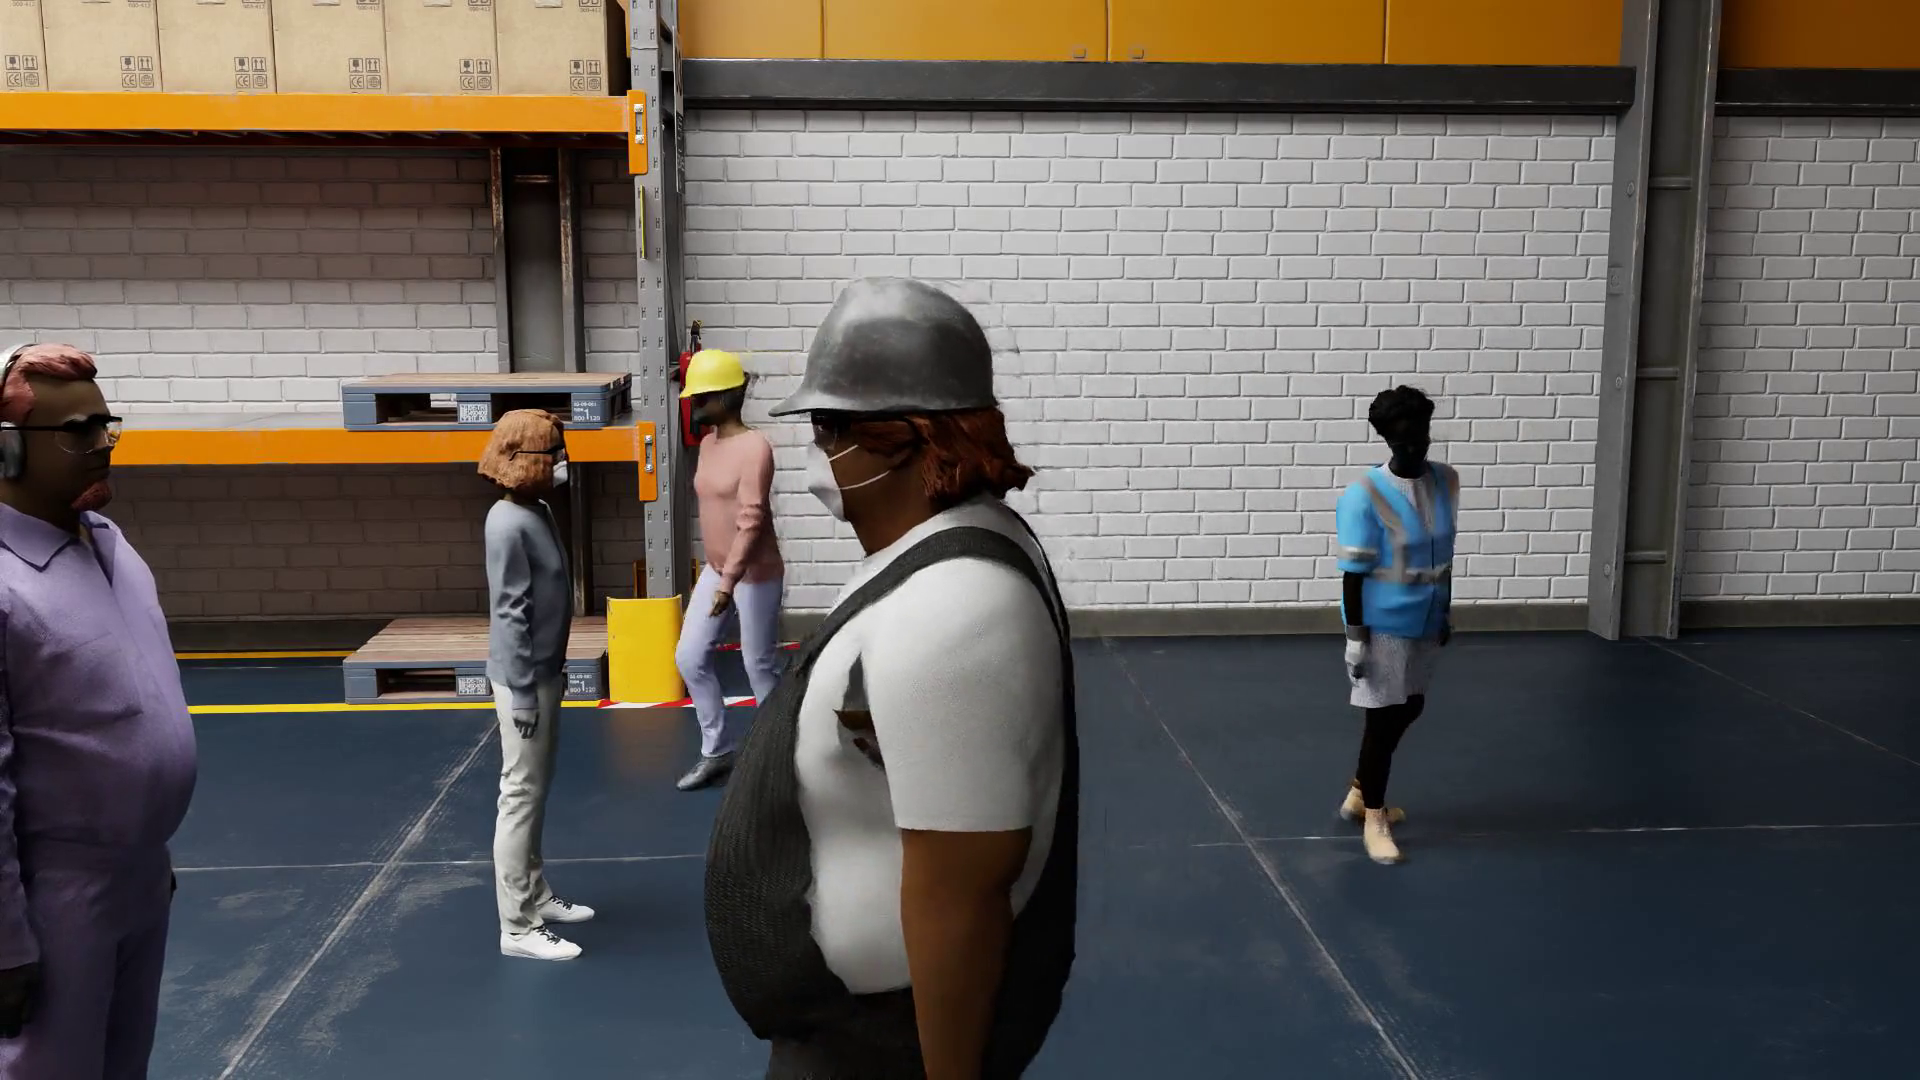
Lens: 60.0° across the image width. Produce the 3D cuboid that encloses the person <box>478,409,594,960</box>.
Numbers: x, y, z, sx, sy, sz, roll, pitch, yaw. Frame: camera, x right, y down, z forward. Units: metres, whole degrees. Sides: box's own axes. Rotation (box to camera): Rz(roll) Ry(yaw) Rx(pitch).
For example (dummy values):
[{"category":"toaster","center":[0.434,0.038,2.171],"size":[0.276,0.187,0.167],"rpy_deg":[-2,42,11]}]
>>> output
[{"category":"person","center":[-1.273,0.422,4.979],"size":[0.273,1.632,0.507],"rpy_deg":[-1,9,-4]}]

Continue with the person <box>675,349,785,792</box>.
[{"category":"person","center":[-0.893,0.146,6.380],"size":[0.538,1.741,0.520],"rpy_deg":[-8,12,-40]}]

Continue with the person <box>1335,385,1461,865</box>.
[{"category":"person","center":[1.462,0.281,5.789],"size":[0.595,1.659,0.530],"rpy_deg":[-6,11,-34]}]

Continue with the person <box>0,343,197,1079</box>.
[{"category":"person","center":[-1.569,0.607,2.968],"size":[0.409,1.906,0.652],"rpy_deg":[-1,9,-4]}]
